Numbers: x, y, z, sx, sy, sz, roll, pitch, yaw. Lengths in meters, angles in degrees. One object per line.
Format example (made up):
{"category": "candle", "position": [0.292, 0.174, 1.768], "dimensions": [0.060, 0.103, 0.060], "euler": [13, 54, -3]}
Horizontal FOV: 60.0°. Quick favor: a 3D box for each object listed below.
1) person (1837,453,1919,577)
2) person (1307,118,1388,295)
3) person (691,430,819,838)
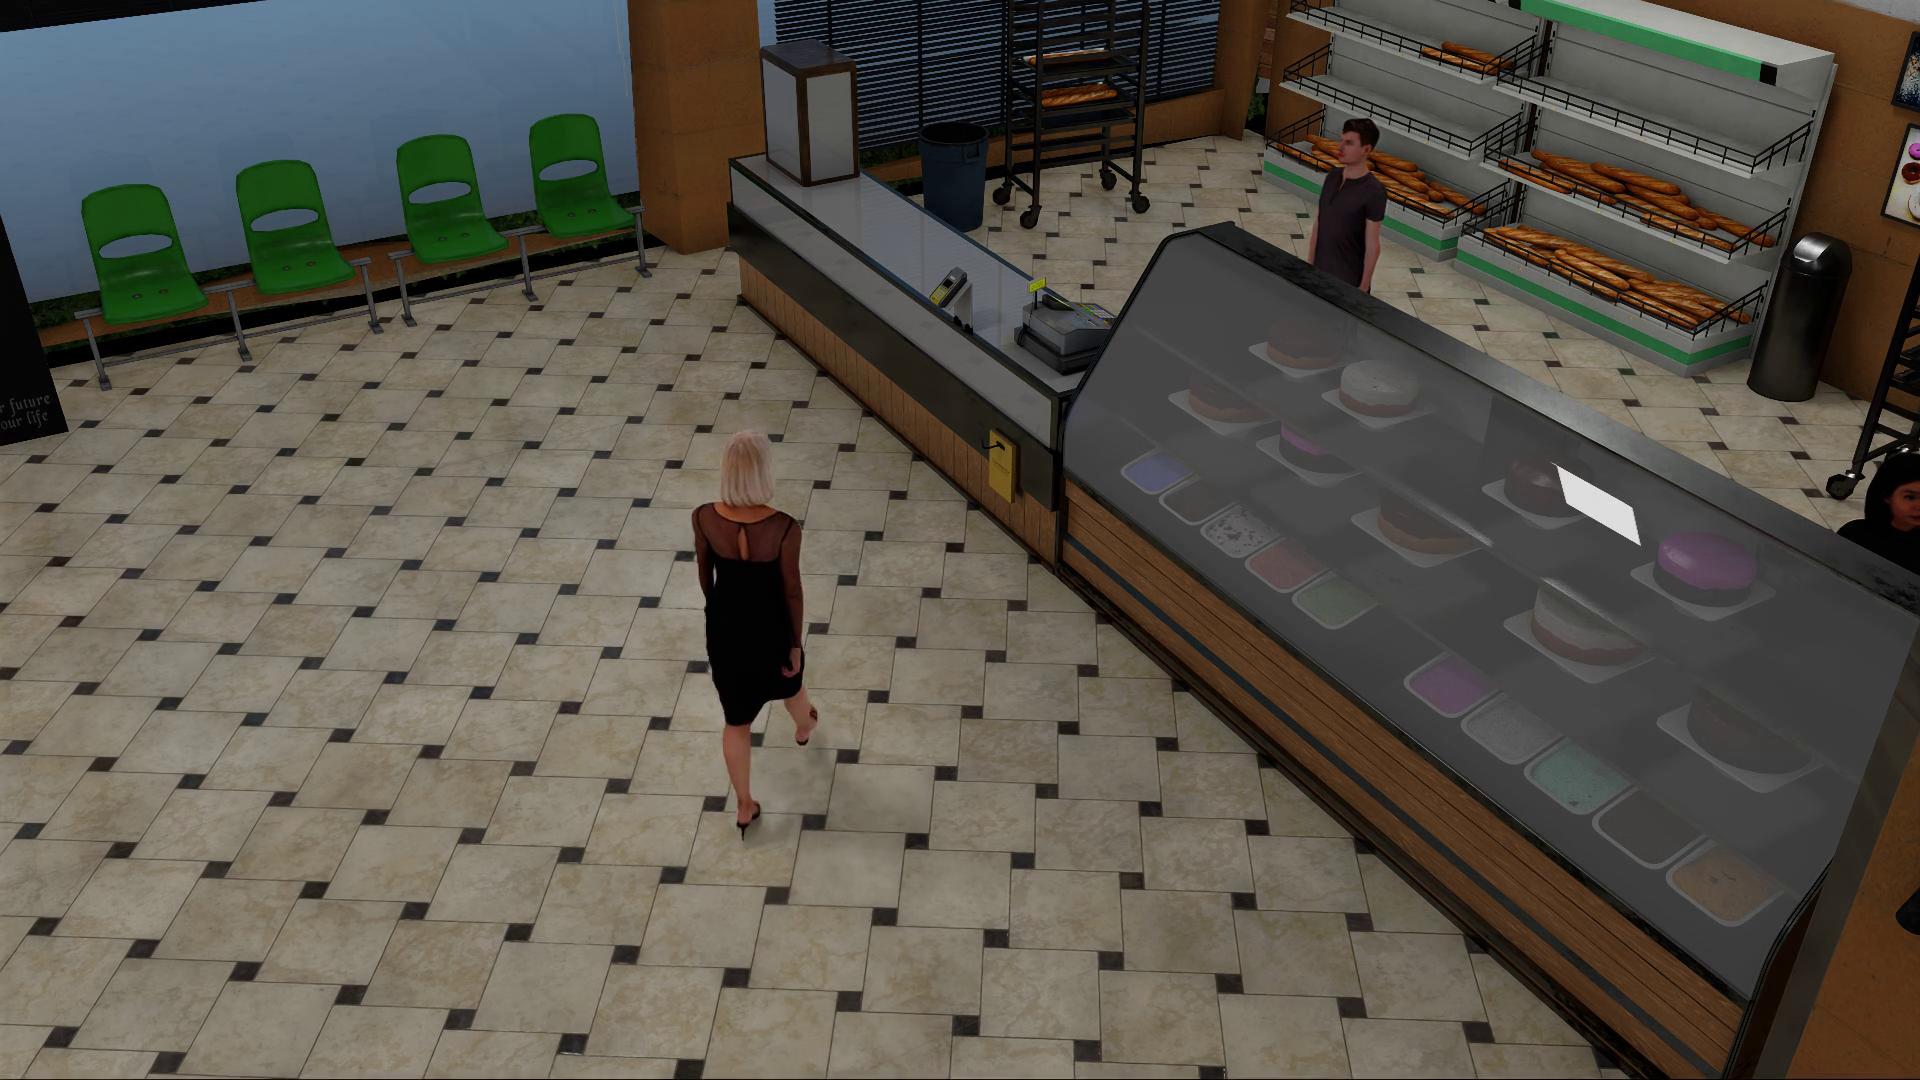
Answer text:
{"category": "person", "position": [3.453, 0.427, 6.449], "dimensions": [0.587, 1.702, 0.698], "euler": [-4, 32, -7]}
{"category": "person", "position": [2.140, -1.459, 9.336], "dimensions": [0.517, 1.853, 0.640], "euler": [-17, 36, -25]}
{"category": "person", "position": [-0.833, 0.417, 6.454], "dimensions": [1.020, 1.713, 1.009], "euler": [3, 32, 5]}
